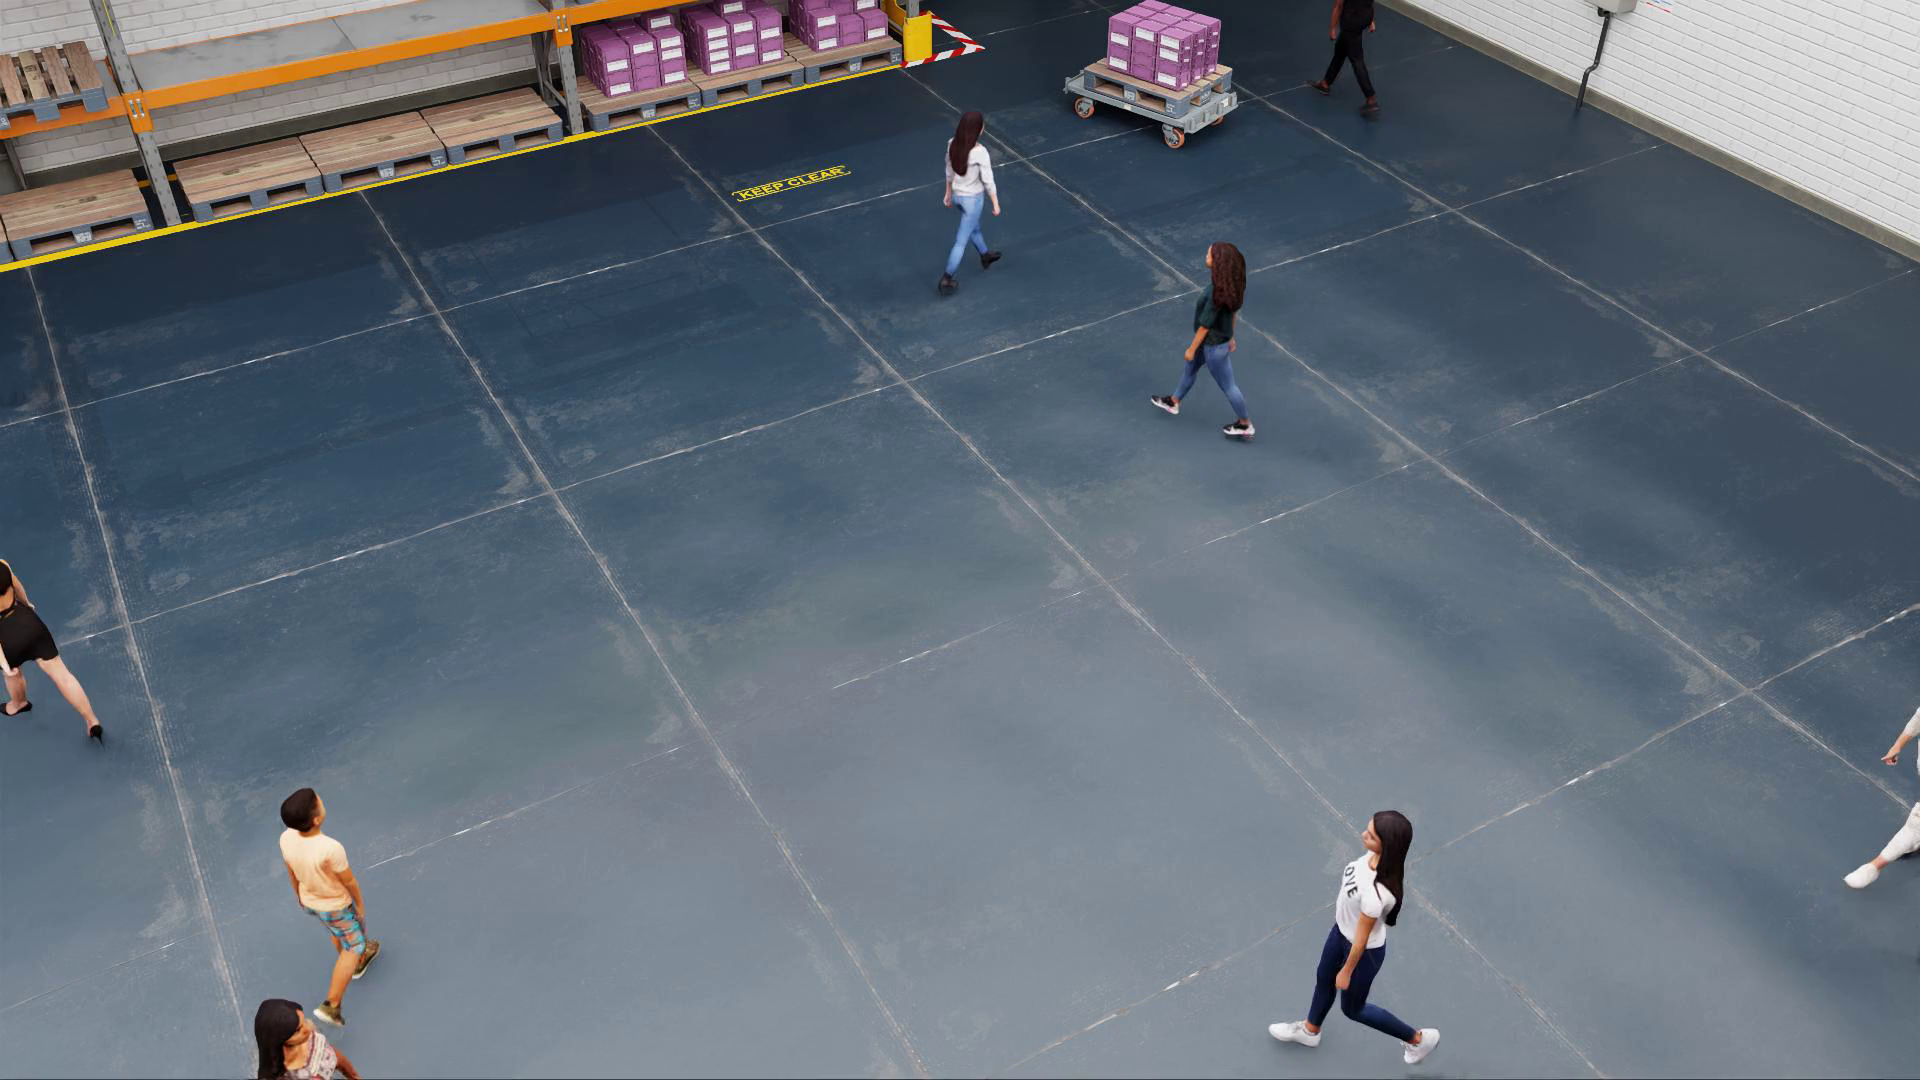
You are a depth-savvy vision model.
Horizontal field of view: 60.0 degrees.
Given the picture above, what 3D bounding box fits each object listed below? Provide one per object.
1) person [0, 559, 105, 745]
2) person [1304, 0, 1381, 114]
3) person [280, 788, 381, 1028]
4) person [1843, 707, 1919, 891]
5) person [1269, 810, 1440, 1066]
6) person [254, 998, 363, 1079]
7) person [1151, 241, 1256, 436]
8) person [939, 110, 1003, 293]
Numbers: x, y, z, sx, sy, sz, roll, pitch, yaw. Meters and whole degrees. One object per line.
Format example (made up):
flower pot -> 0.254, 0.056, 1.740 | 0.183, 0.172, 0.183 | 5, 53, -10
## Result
person -> -5.553, 0.637, 9.932 | 1.096, 1.596, 1.088 | 16, 41, 19
person -> 4.156, -5.294, 17.216 | 1.241, 1.773, 0.971 | -27, 46, -30
person -> -3.260, 1.884, 8.492 | 0.858, 1.443, 0.926 | 10, 40, 12
person -> 5.499, 1.205, 9.168 | 1.085, 1.662, 0.671 | -16, 41, -19
person -> 2.031, 1.995, 8.102 | 1.117, 1.757, 1.002 | 7, 39, 8
person -> -2.972, 2.600, 7.453 | 1.037, 1.621, 0.887 | -2, 39, -3
person -> 2.003, -1.464, 12.583 | 1.073, 1.570, 1.102 | 15, 41, 18
person -> 0.013, -2.874, 14.335 | 1.105, 1.587, 0.785 | -30, 47, -32
